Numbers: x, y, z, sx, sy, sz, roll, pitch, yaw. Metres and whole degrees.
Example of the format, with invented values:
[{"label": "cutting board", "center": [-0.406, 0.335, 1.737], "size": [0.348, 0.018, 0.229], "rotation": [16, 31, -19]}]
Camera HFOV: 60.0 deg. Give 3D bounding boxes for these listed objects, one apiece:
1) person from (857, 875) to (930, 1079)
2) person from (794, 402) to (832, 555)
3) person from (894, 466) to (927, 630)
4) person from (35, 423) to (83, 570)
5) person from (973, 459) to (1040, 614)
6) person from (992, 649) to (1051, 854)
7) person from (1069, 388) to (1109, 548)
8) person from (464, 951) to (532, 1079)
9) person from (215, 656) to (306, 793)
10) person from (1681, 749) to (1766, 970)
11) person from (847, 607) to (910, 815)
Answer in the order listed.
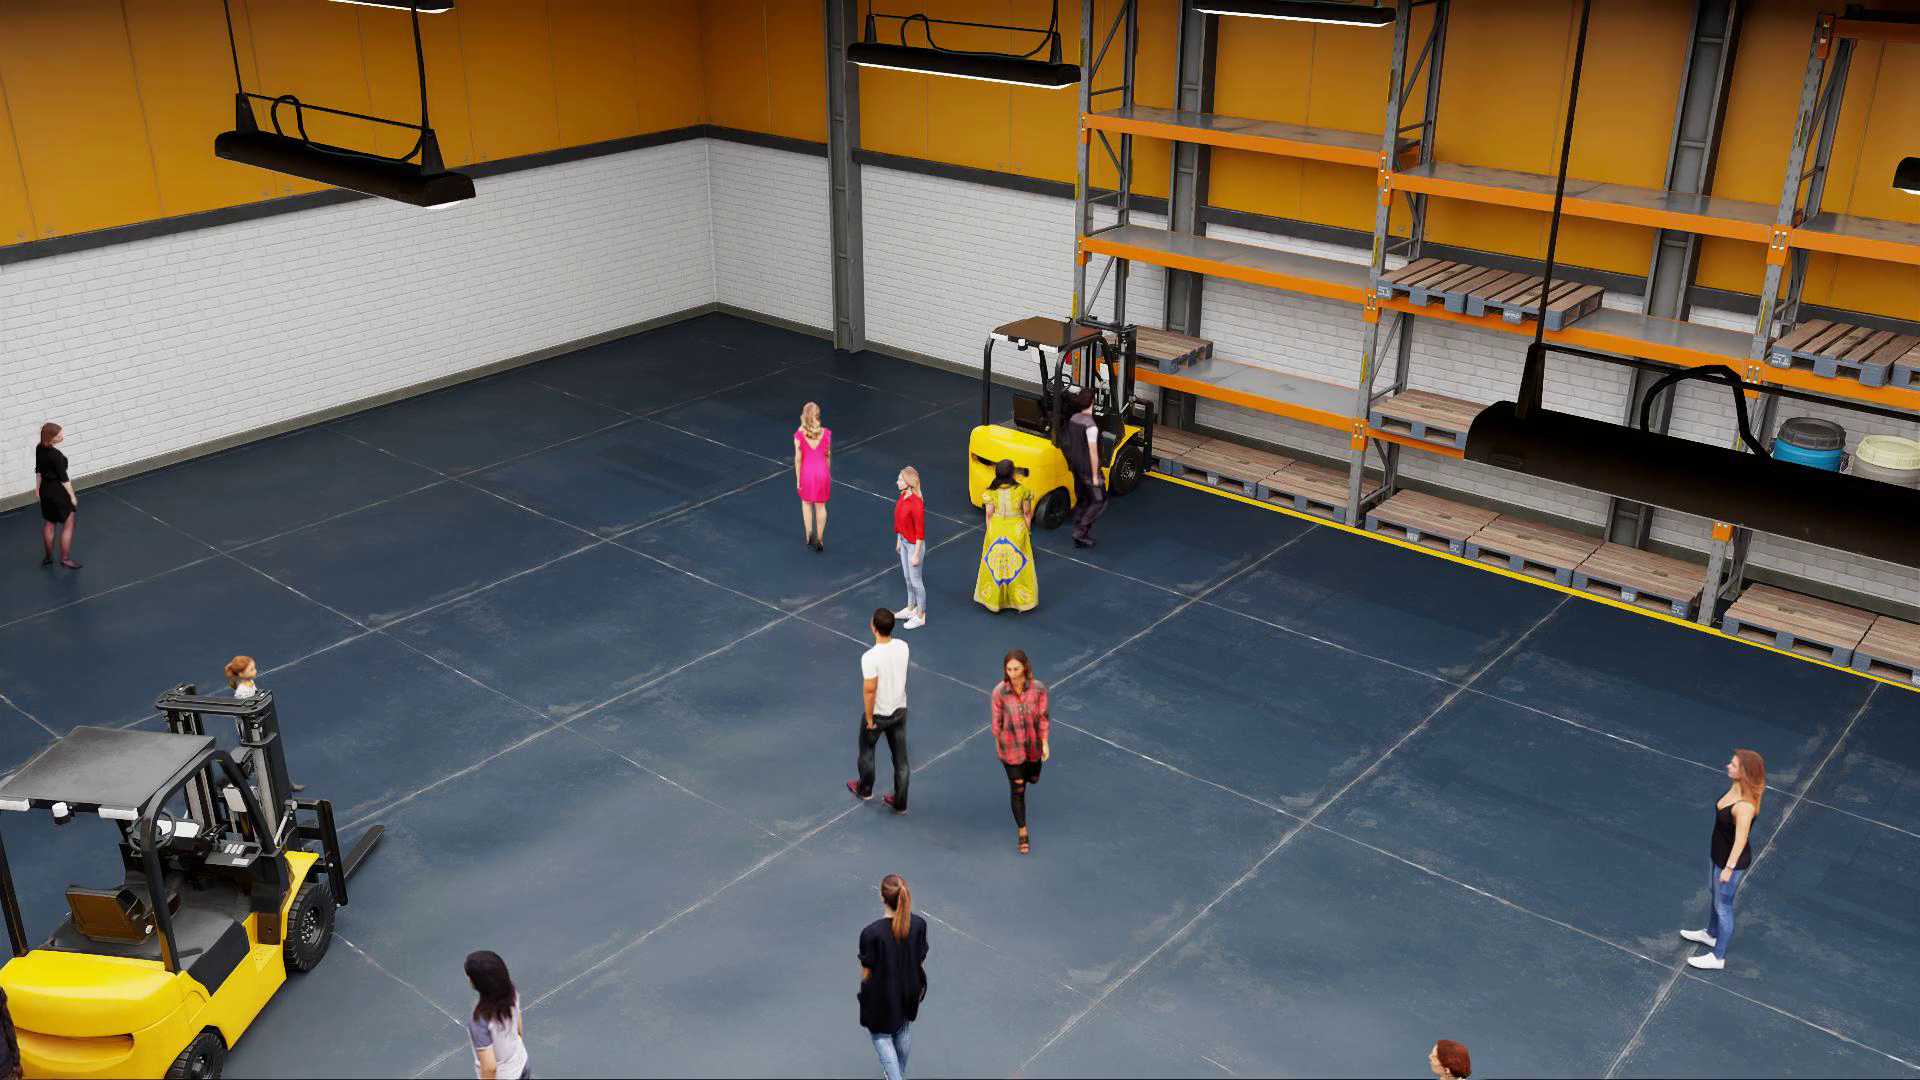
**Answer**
[{"label": "person", "center": [-0.379, 2.865, 10.348], "size": [0.874, 1.671, 1.009], "rotation": [-8, 25, -18]}, {"label": "person", "center": [-1.596, -0.659, 18.354], "size": [0.723, 1.715, 0.781], "rotation": [-3, 24, -8]}, {"label": "person", "center": [-0.486, 0.062, 16.717], "size": [0.742, 1.704, 0.587], "rotation": [-11, 26, -24]}, {"label": "person", "center": [-9.821, -0.459, 17.951], "size": [0.581, 1.672, 0.837], "rotation": [7, 25, 16]}, {"label": "person", "center": [0.487, -0.043, 17.016], "size": [0.968, 1.658, 1.064], "rotation": [2, 24, 3]}, {"label": "person", "center": [0.490, 1.601, 13.234], "size": [1.042, 1.674, 1.104], "rotation": [-3, 24, -6]}, {"label": "person", "center": [1.317, -0.762, 18.448], "size": [0.860, 1.829, 0.751], "rotation": [-9, 25, -20]}, {"label": "person", "center": [-2.662, 3.116, 9.694], "size": [0.644, 1.735, 0.654], "rotation": [7, 24, 15]}, {"label": "person", "center": [-5.914, 1.576, 13.768], "size": [0.913, 1.292, 0.882], "rotation": [-3, 24, -7]}, {"label": "person", "center": [5.433, 2.232, 11.731], "size": [0.656, 1.722, 0.671], "rotation": [7, 25, 16]}, {"label": "person", "center": [-0.541, 1.422, 13.513], "size": [0.738, 1.780, 0.916], "rotation": [-18, 29, -35]}]
